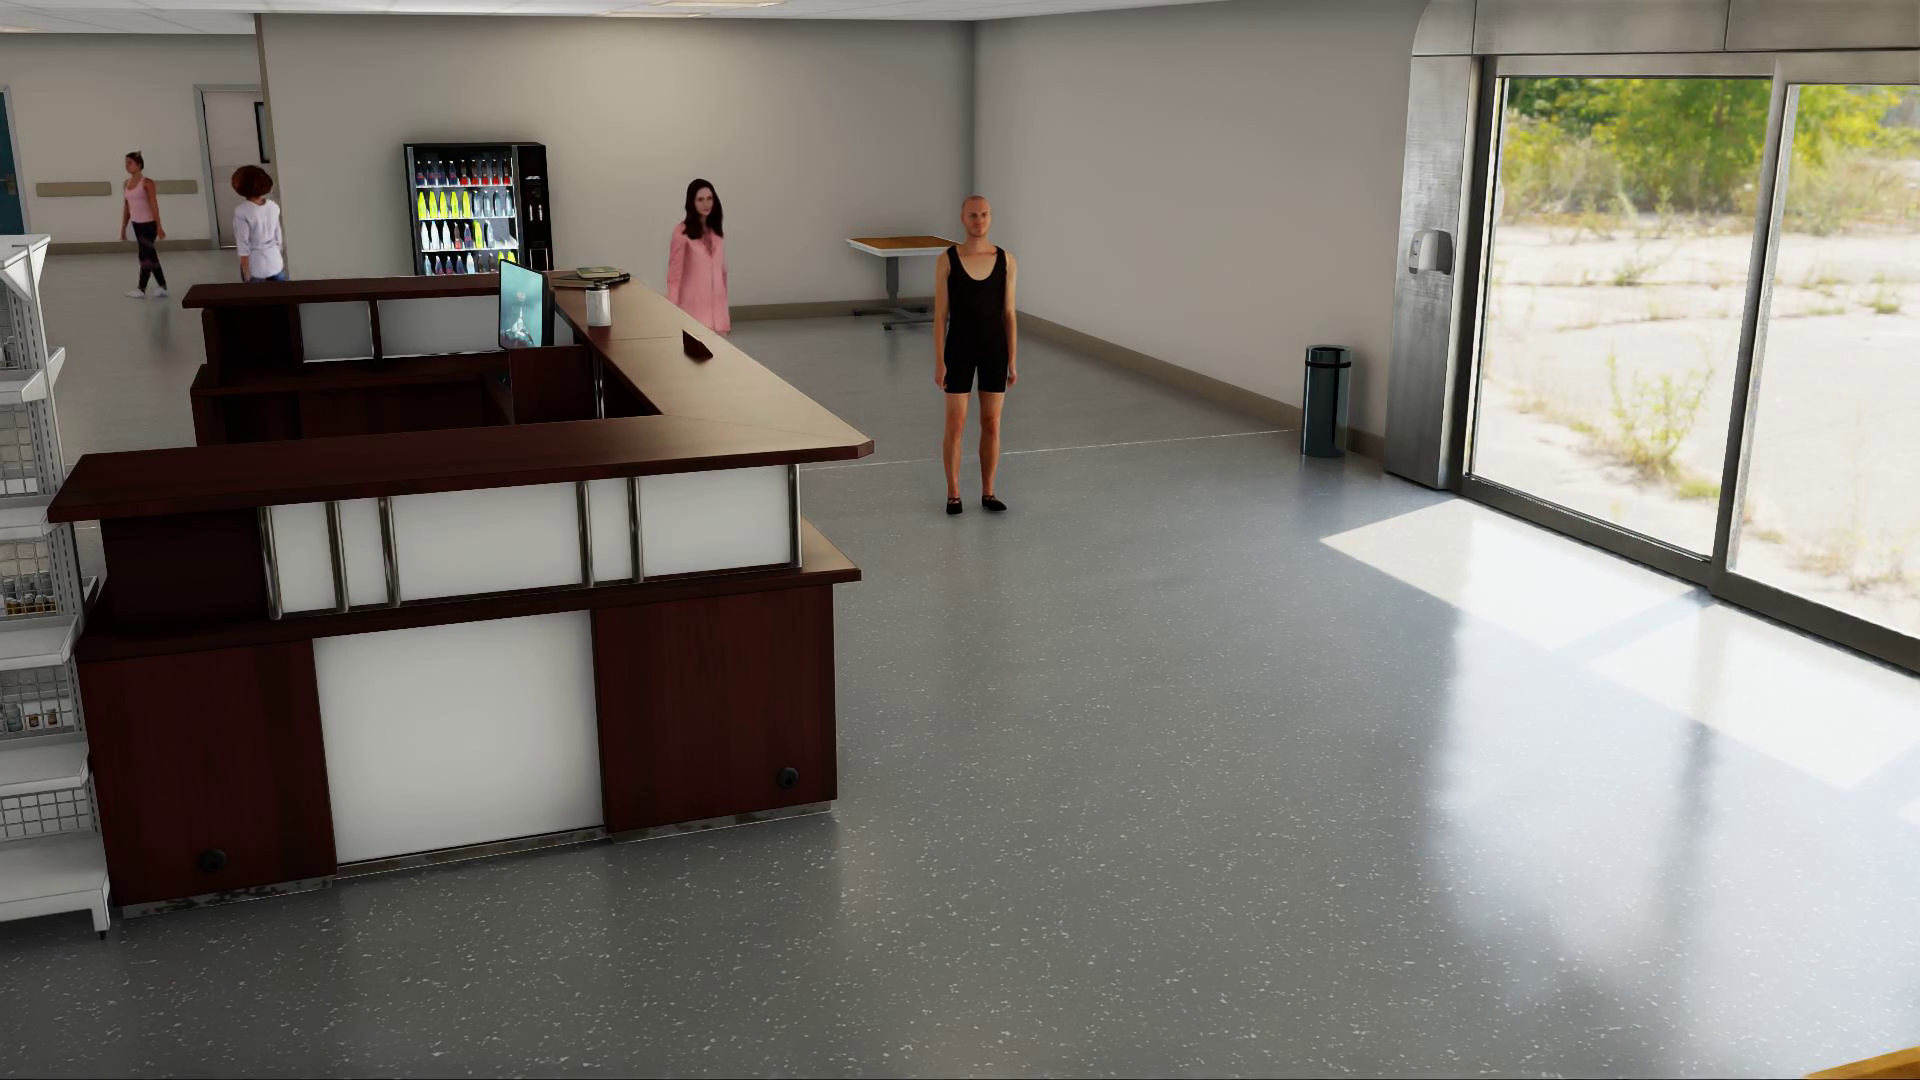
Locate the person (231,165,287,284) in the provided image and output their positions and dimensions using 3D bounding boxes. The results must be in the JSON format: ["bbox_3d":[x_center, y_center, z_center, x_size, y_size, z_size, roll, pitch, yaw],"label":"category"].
[{"bbox_3d":[-6.047,-2.408,14.573,1.035,1.693,1.086,11,19,35],"label":"person"}]

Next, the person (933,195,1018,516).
[{"bbox_3d":[0.087,-1.060,9.564,0.470,1.816,0.713,-4,16,-14],"label":"person"}]

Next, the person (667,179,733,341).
[{"bbox_3d":[-1.832,-1.569,11.455,1.084,1.770,0.966,-14,21,-41],"label":"person"}]

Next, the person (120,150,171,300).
[{"bbox_3d":[-9.055,-3.515,18.619,0.907,1.628,0.968,7,17,24],"label":"person"}]
